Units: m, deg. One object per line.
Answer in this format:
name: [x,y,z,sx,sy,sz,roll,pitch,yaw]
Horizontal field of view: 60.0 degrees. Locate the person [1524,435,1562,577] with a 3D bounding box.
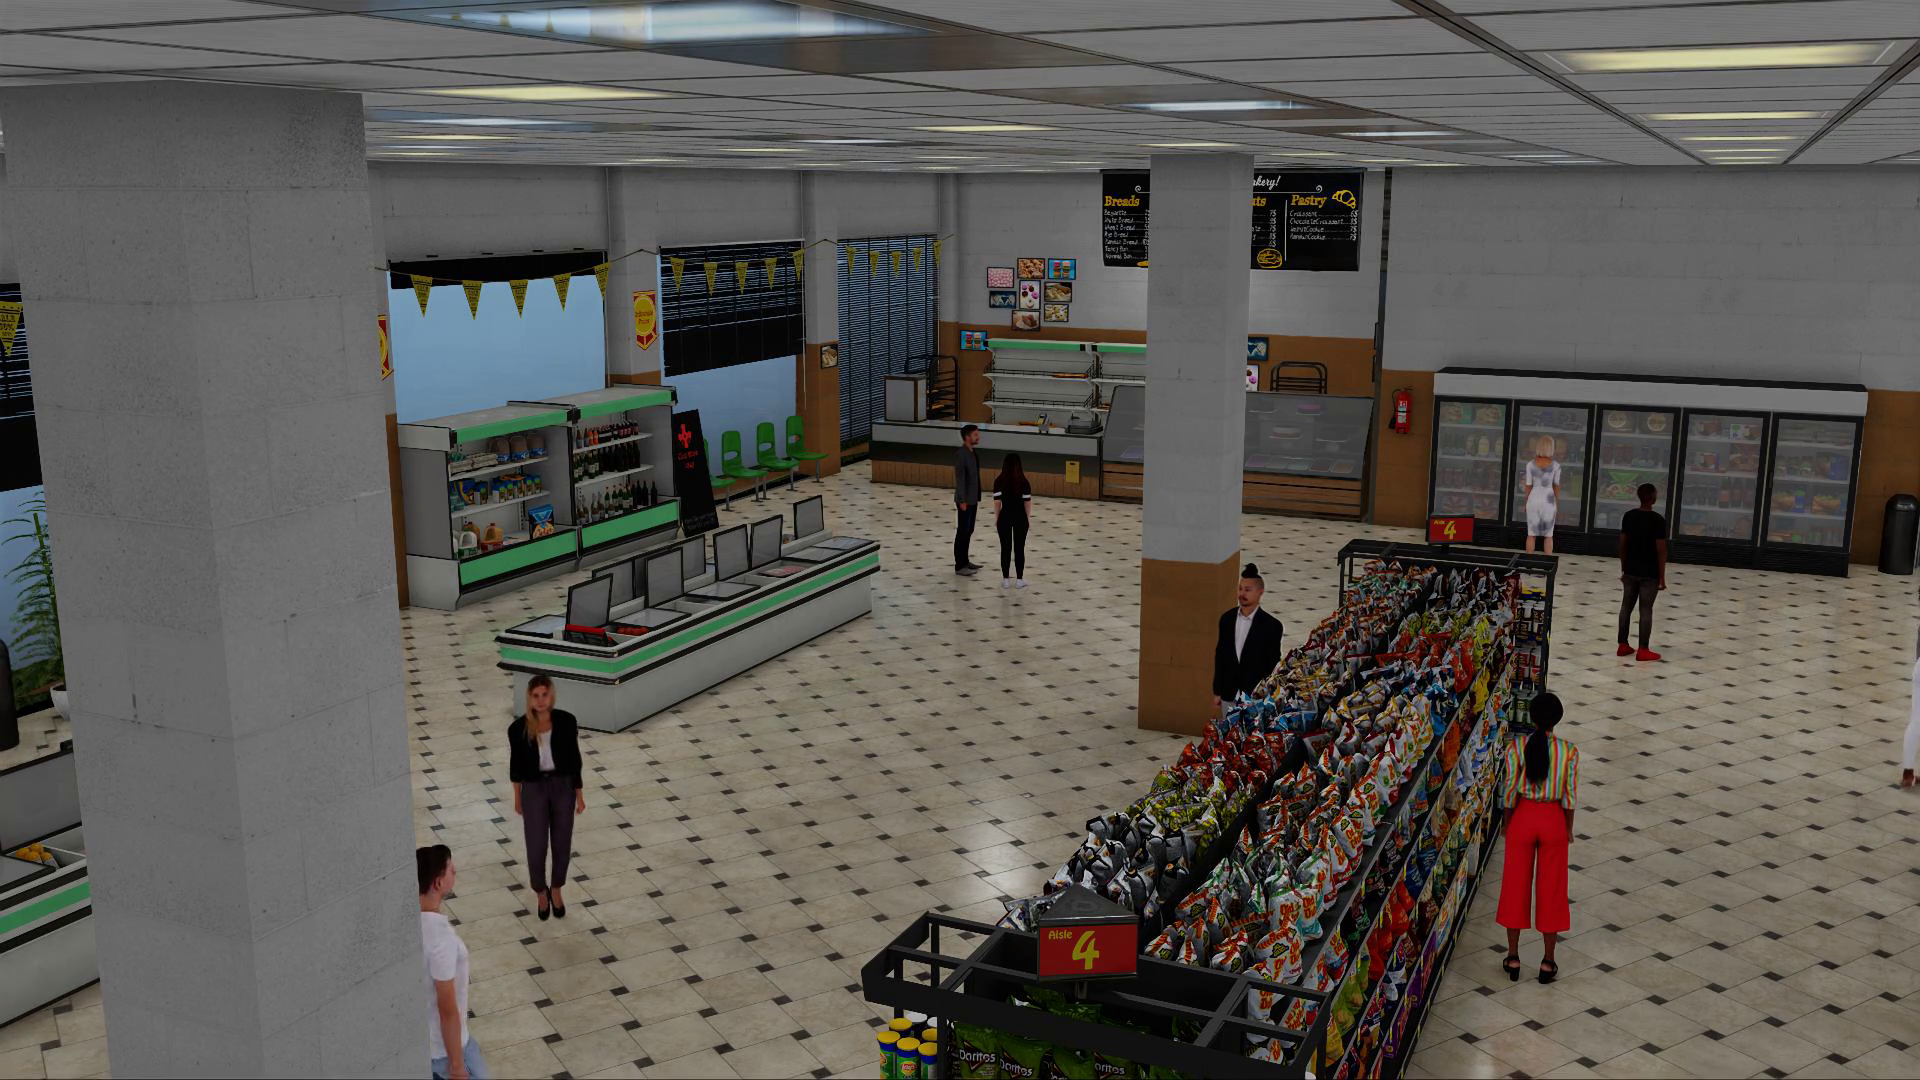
person: [7.183,-0.427,20.522,0.551,1.752,0.490,5,13,24]

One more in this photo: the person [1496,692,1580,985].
person: [3.457,1.774,9.971,0.620,1.793,0.564,4,12,17]

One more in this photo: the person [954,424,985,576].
person: [0.091,-0.516,20.656,0.783,1.871,0.578,3,12,14]

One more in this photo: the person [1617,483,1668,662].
person: [6.909,0.314,16.871,0.706,1.805,0.713,-8,14,-34]

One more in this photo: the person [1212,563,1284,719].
person: [2.187,1.132,12.637,0.765,1.950,0.692,10,15,39]

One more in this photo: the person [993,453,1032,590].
person: [0.626,-0.238,19.900,0.681,1.639,0.683,1,12,6]

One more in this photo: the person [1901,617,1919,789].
person: [7.694,1.159,13.163,1.216,1.679,0.992,-8,15,-35]

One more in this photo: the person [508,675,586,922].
person: [-2.694,1.660,10.841,0.718,1.657,0.783,-5,13,-23]
